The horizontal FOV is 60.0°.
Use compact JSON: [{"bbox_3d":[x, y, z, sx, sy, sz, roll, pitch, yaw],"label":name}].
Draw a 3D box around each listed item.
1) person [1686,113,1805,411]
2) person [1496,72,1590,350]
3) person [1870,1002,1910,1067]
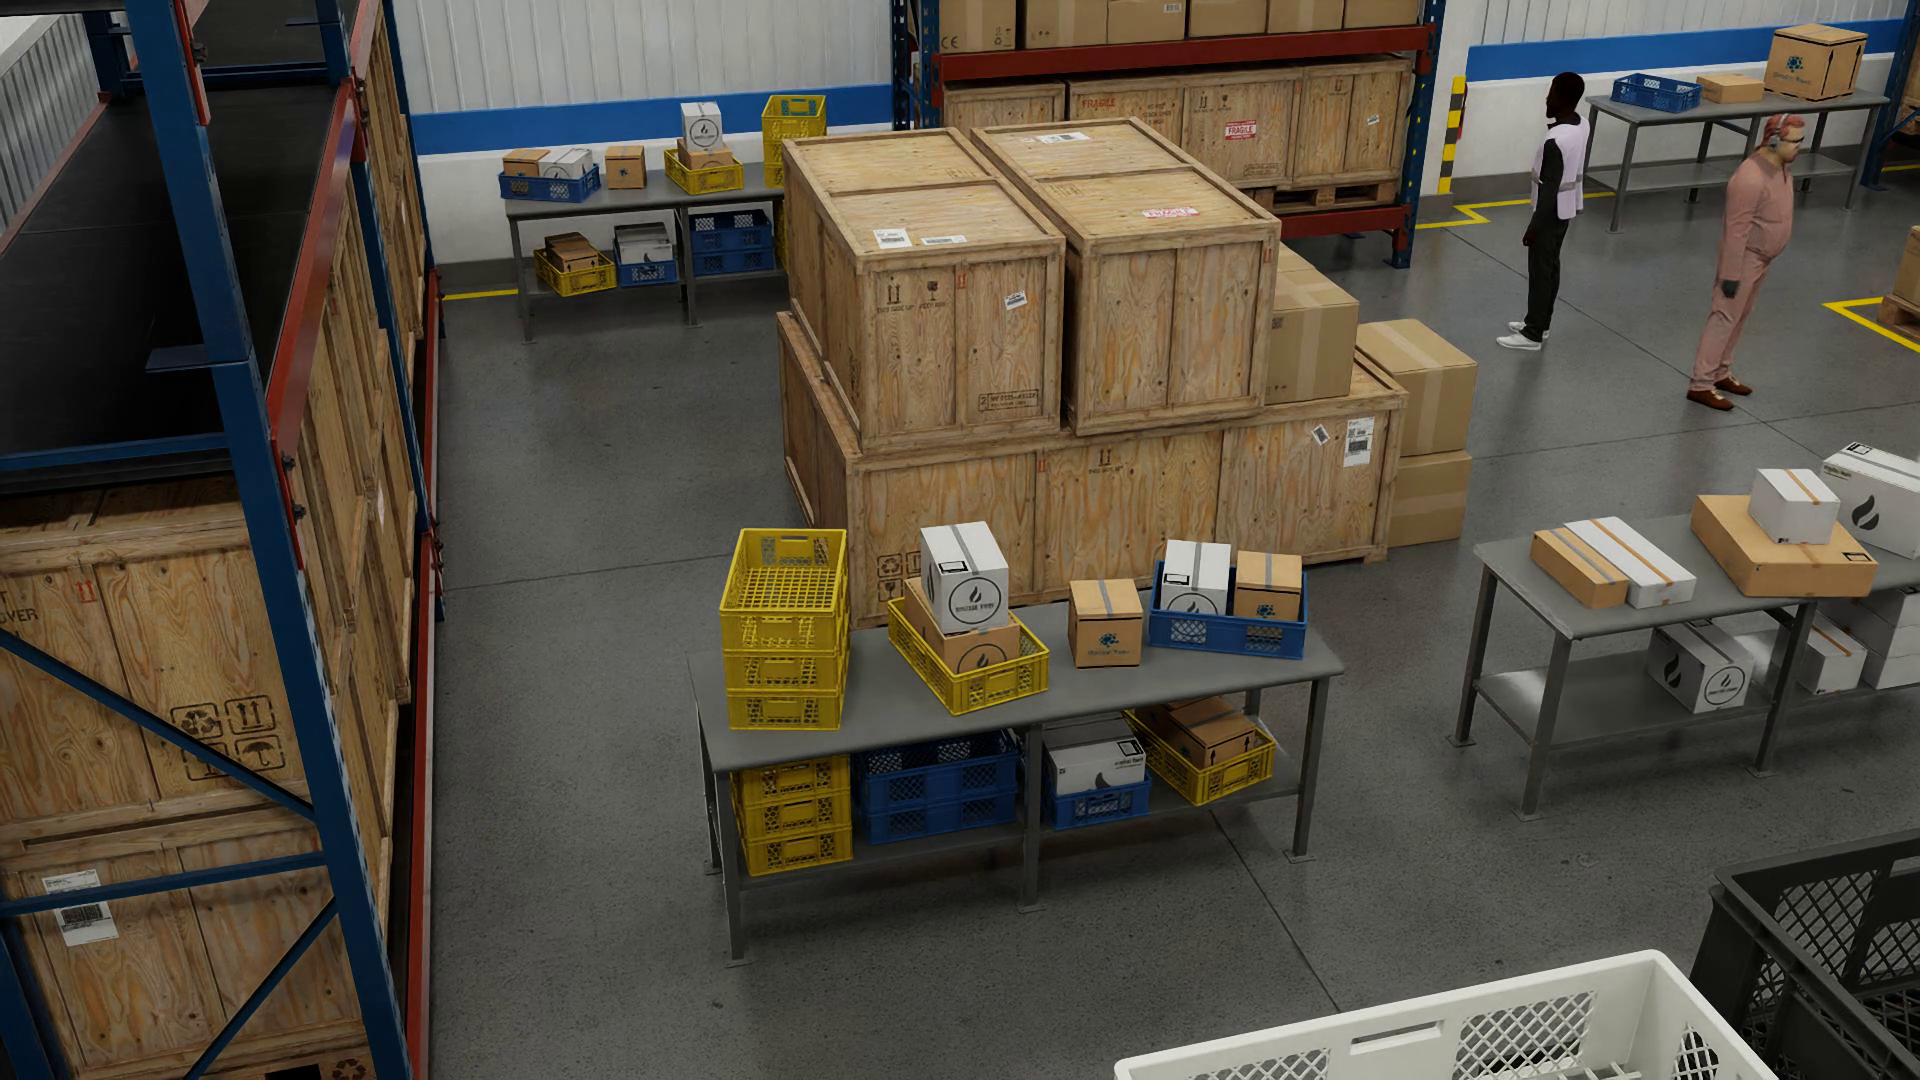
[{"bbox_3d":[5.062,-1.784,10.656,0.401,1.901,0.643,23,37,36],"label":"person"},{"bbox_3d":[4.079,-2.259,11.494,0.392,1.919,0.590,17,33,28],"label":"person"},{"bbox_3d":[2.049,1.818,4.173,0.429,1.843,0.629,-20,35,-32],"label":"person"}]
